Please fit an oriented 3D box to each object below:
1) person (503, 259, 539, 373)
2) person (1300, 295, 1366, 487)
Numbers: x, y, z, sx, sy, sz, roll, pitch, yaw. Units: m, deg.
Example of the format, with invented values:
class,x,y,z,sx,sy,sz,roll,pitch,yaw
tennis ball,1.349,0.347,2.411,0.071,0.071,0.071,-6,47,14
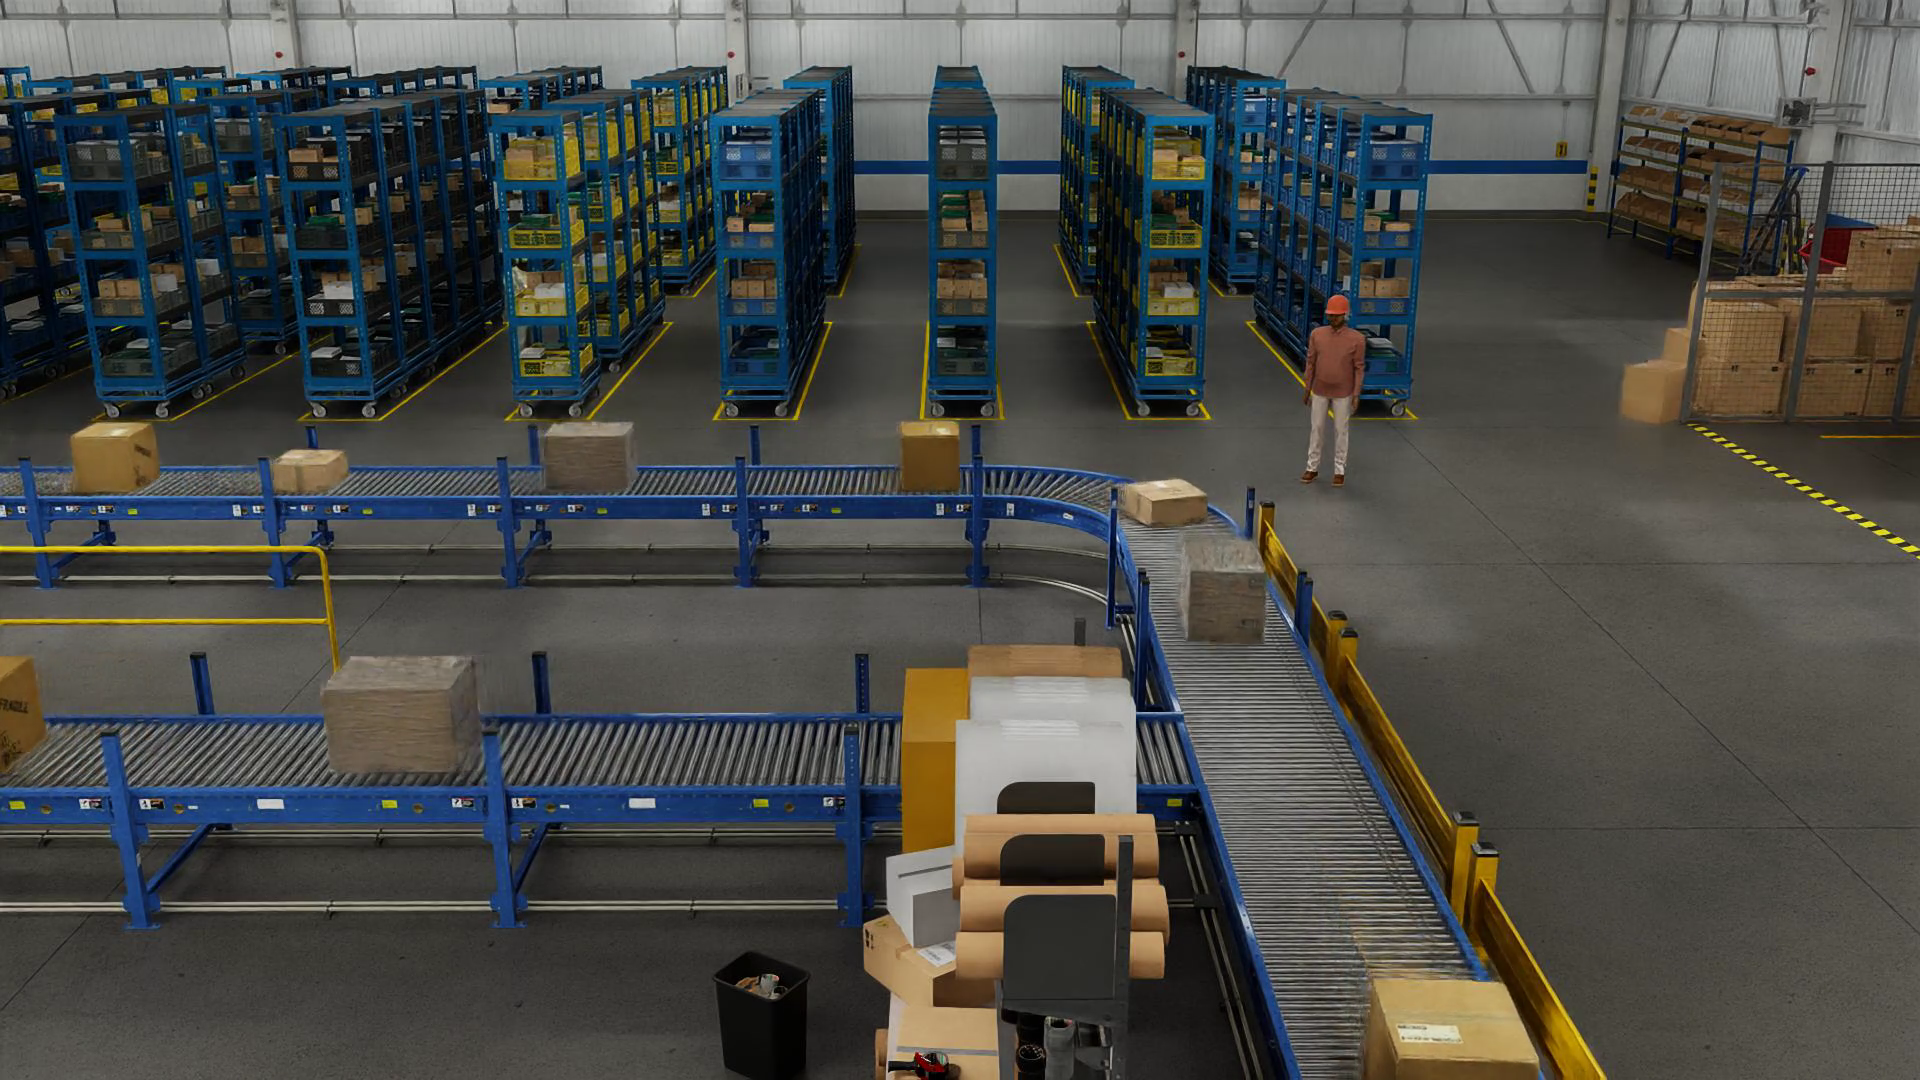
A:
class,x,y,z,sx,sy,sz,roll,pitch,yaw
person,-5.671,-2.953,21.786,0.403,1.822,0.588,9,20,27
person,3.840,-1.541,17.161,0.609,1.995,0.375,9,20,25
